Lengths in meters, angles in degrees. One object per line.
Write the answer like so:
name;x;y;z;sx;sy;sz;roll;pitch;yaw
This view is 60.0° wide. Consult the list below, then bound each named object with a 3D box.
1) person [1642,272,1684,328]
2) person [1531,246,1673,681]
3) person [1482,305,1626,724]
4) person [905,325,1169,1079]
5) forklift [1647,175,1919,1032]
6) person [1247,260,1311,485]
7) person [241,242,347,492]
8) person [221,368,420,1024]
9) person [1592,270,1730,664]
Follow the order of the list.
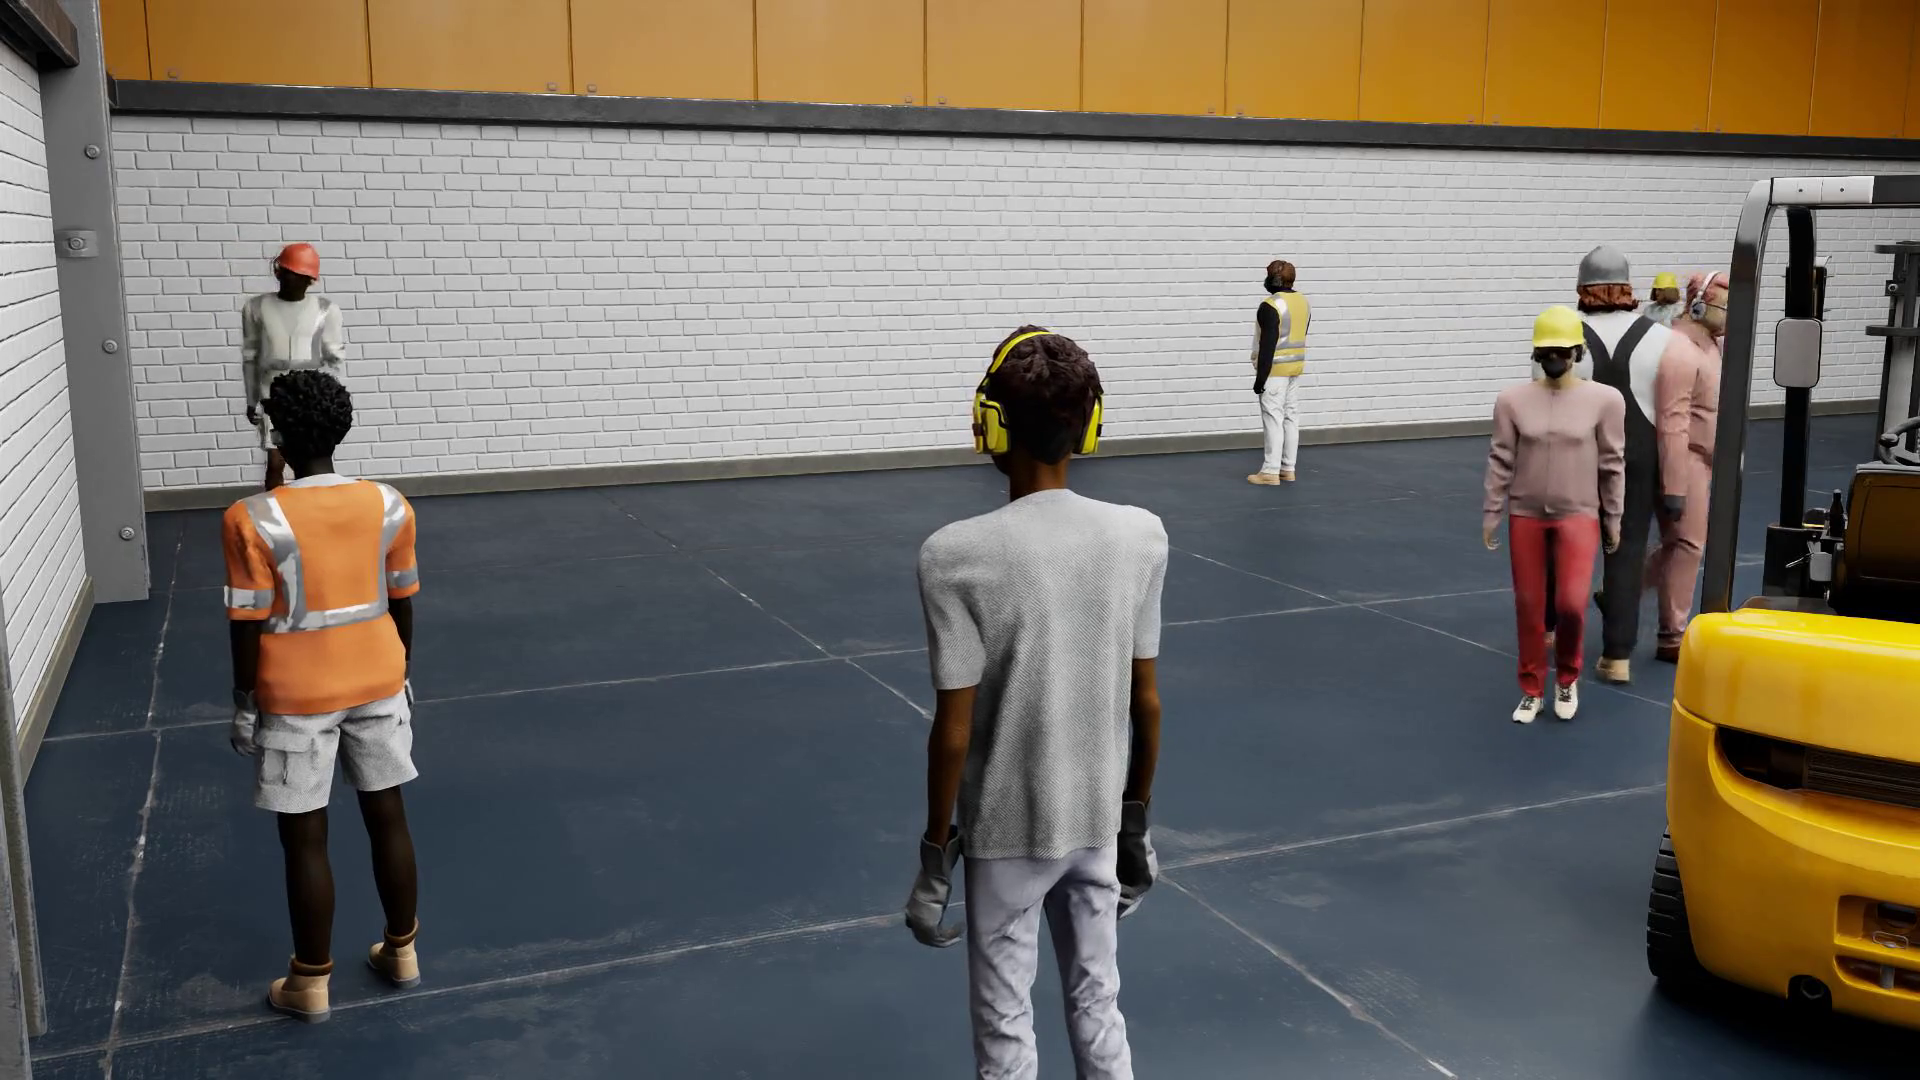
person;6.786;-1.724;16.005;0.790;1.711;0.482;-4;11;-22
person;3.021;-0.408;7.849;0.694;2.000;0.994;2;11;13
person;2.434;-0.087;6.867;0.551;1.749;0.387;6;12;30
person;0.138;0.549;3.049;0.507;1.872;0.329;-6;12;-28
forklift;2.810;0.094;4.662;1.214;2.155;2.313;7;12;34
person;2.620;-1.380;13.748;0.429;1.846;0.630;9;13;40
person;-4.291;-0.917;10.767;0.626;1.995;0.593;-4;11;-19
person;-1.649;0.401;4.358;0.318;1.691;0.527;8;13;38
person;3.353;-0.325;7.834;0.527;1.879;0.688;6;12;31
